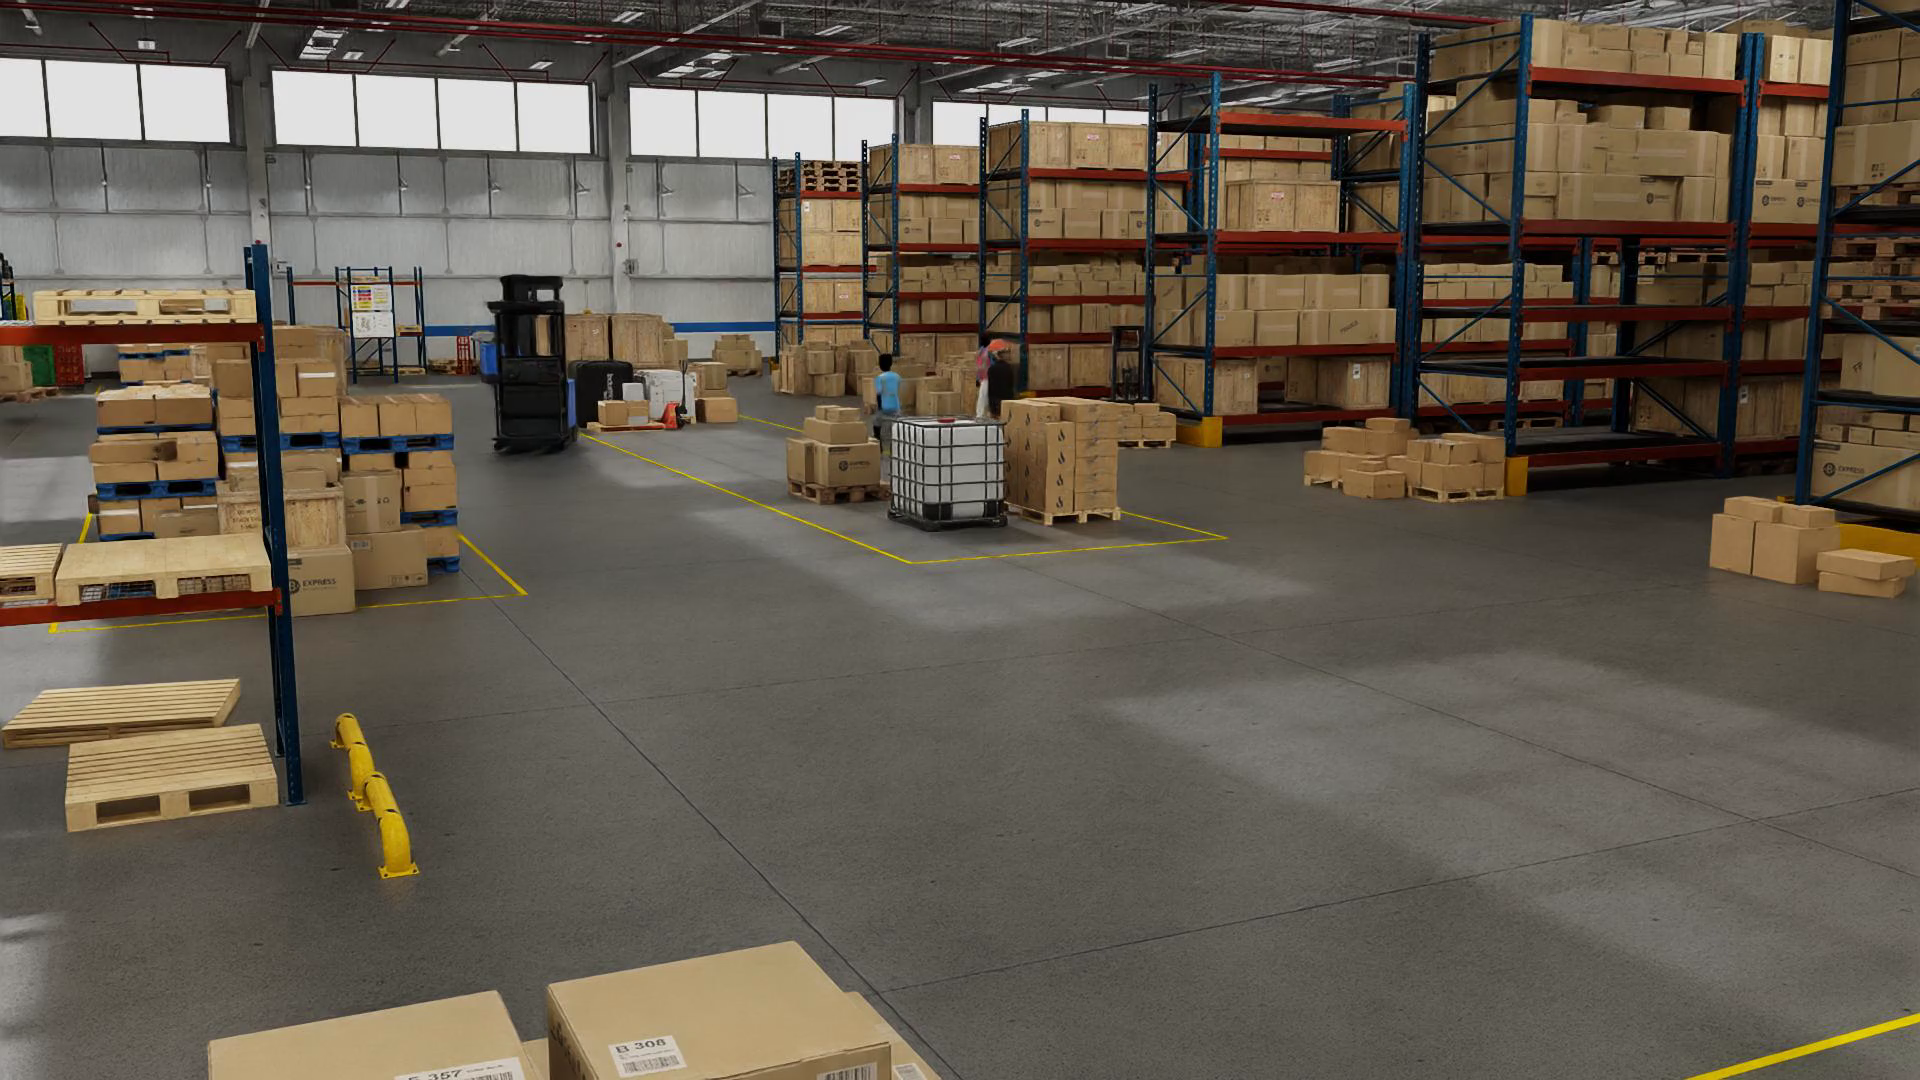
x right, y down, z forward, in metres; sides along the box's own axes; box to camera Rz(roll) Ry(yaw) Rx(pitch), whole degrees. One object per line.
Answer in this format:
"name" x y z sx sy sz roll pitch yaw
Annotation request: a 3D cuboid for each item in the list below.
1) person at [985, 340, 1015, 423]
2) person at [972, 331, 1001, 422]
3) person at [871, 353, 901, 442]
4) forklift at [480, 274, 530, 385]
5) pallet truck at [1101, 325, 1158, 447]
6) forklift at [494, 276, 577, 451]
"person" 0.534 -1.859 23.538 1.044 1.933 0.652 7 12 39
"person" 0.552 -3.049 31.356 0.939 1.805 0.641 -4 10 -24
"person" -1.066 -2.023 25.402 0.531 1.662 0.838 -8 12 -41
"forklift" -11.253 -5.376 42.442 1.873 2.768 1.129 -4 10 -25
"pallet truck" 2.881 -2.596 27.923 0.823 1.965 1.885 -1 9 -7
"forklift" -6.976 -2.932 27.280 1.129 2.768 1.873 -1 9 -6
